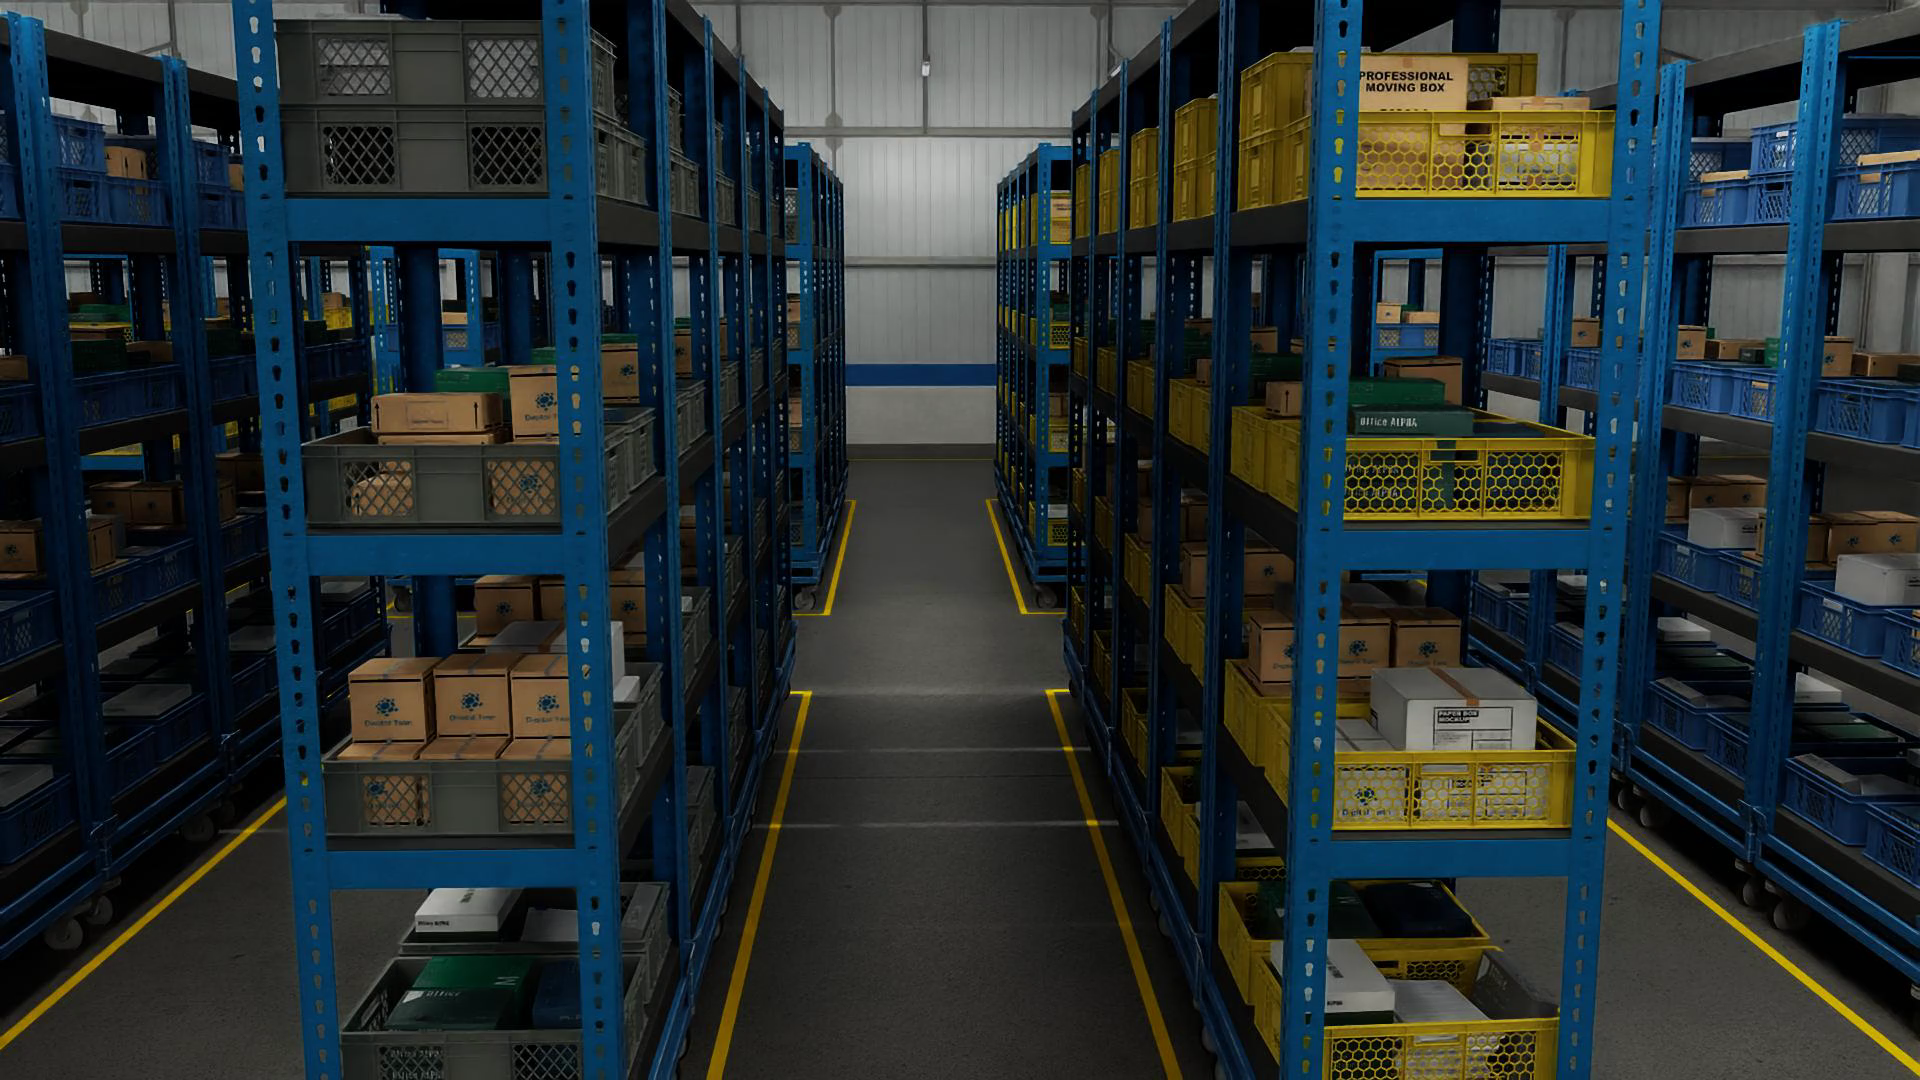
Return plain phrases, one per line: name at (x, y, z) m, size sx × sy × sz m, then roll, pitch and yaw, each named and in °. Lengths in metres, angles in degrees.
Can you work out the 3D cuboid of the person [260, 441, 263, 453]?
person at (-8.445, -1.521, 20.095) m, size 0.560 × 1.818 × 0.599 m, roll -2°, pitch 10°, yaw -12°
